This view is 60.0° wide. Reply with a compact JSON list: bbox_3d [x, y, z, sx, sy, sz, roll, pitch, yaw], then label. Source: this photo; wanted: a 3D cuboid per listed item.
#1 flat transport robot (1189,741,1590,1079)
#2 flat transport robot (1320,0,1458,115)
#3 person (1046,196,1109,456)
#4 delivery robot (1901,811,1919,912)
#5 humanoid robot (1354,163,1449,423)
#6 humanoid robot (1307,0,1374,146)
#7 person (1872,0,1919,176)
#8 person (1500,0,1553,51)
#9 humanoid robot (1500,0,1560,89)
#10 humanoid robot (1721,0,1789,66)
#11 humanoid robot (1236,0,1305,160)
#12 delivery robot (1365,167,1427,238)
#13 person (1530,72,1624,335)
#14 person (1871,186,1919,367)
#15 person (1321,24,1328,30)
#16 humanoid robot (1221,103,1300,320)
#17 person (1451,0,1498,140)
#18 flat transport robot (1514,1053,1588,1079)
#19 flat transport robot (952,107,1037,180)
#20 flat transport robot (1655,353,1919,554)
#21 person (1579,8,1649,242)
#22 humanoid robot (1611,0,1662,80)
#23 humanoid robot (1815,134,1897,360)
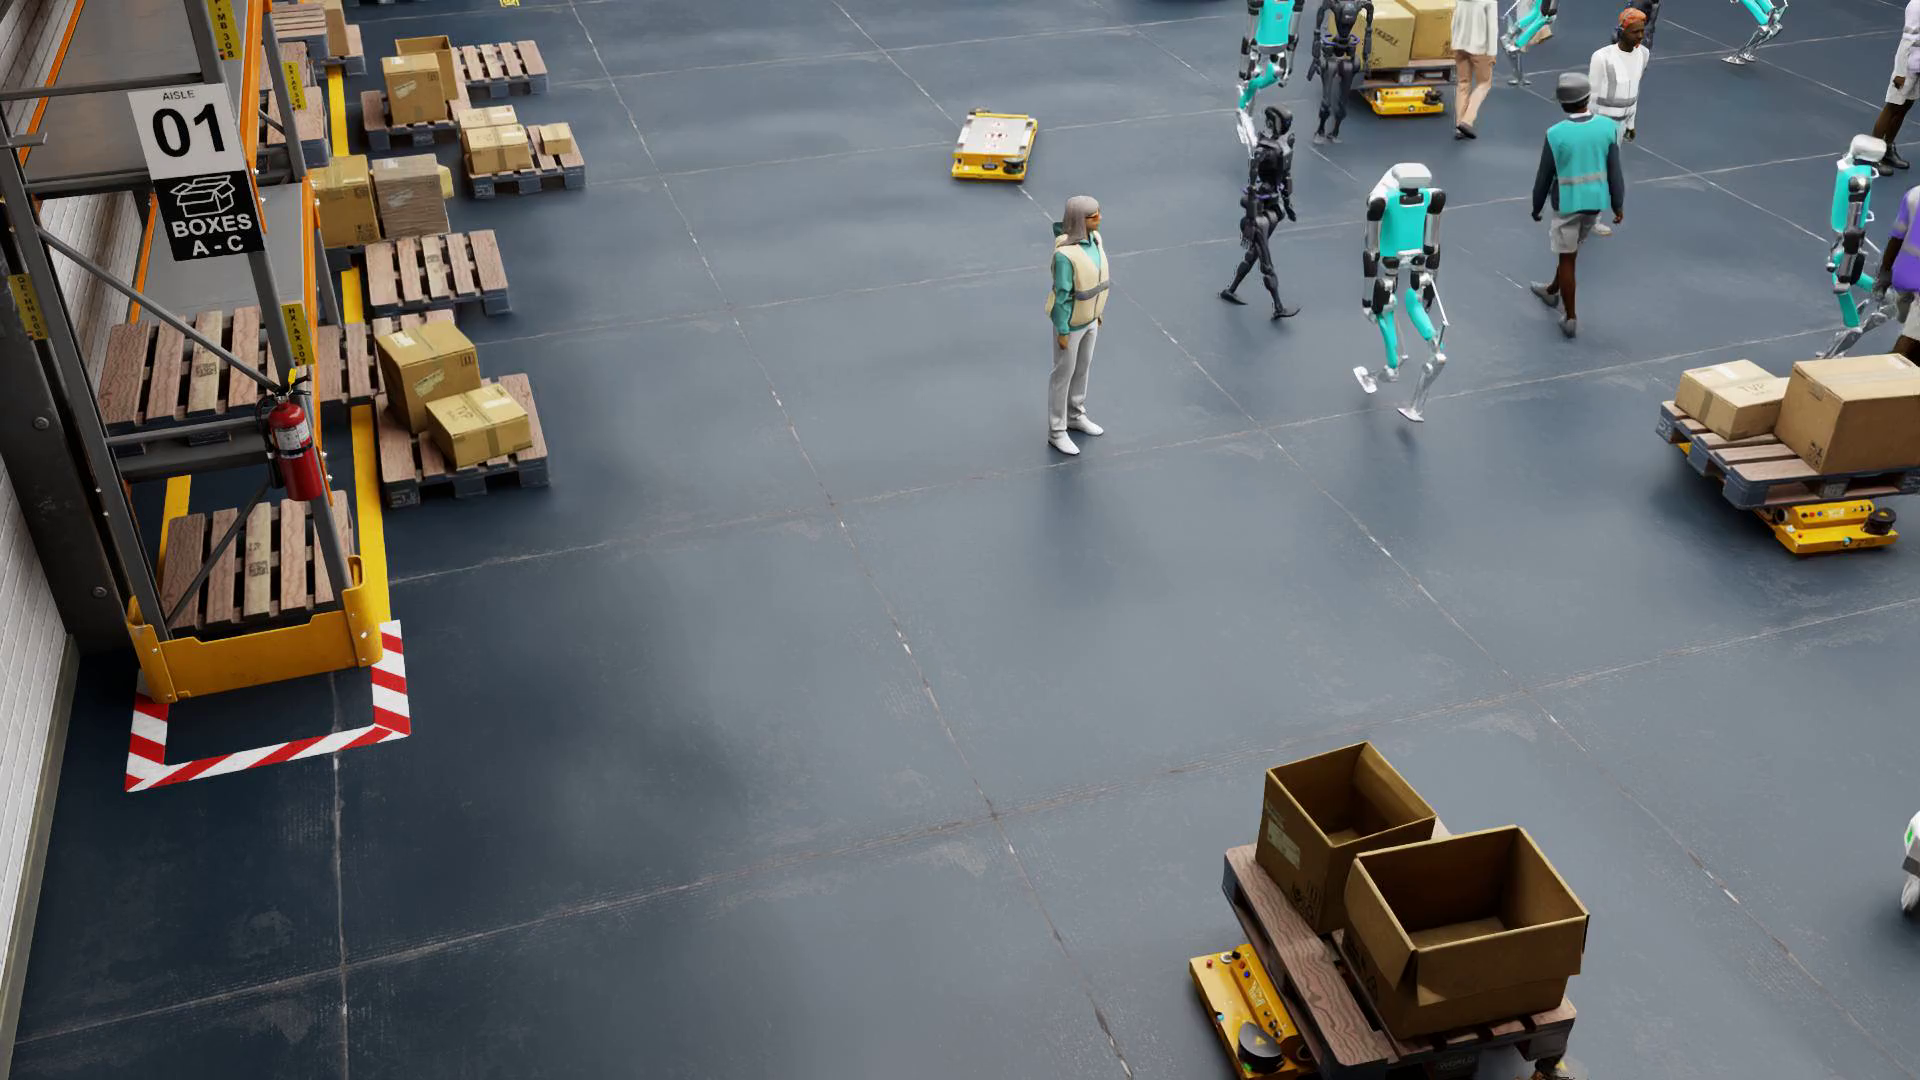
[{"bbox_3d":[1.755,1.869,6.991,1.431,0.231,0.659,-8,34,-12],"label":"flat transport robot"},{"bbox_3d":[4.377,-4.676,17.030,0.659,0.231,1.431,-4,33,-6],"label":"flat transport robot"},{"bbox_3d":[0.735,-1.394,10.674,0.362,1.711,0.472,20,38,28],"label":"person"},{"bbox_3d":[4.569,1.495,7.313,0.522,0.605,0.777,-26,41,-34],"label":"delivery robot"},{"bbox_3d":[2.947,-1.539,10.893,0.541,1.742,1.023,-7,34,-11],"label":"humanoid robot"},{"bbox_3d":[3.536,-4.475,15.441,0.595,1.655,0.323,-2,33,-3],"label":"humanoid robot"},{"bbox_3d":[8.537,-4.239,14.833,0.541,1.938,0.356,-21,39,-29],"label":"person"},{"bbox_3d":[6.221,-6.222,17.959,0.505,1.847,0.506,-24,40,-32],"label":"person"},{"bbox_3d":[5.823,-5.425,16.865,0.712,1.809,0.549,2,33,3],"label":"humanoid robot"},{"bbox_3d":[8.334,-5.756,17.220,0.533,1.677,0.735,-15,36,-21],"label":"humanoid robot"},{"bbox_3d":[2.696,-4.393,15.279,0.534,1.782,0.952,-9,34,-13],"label":"humanoid robot"},{"bbox_3d":[3.675,-2.865,13.979,0.499,0.581,0.774,15,36,21],"label":"delivery robot"},{"bbox_3d":[4.494,-2.504,12.223,0.616,1.877,0.858,-5,33,-8],"label":"person"},{"bbox_3d":[6.449,-1.686,10.951,0.981,1.899,0.712,-14,36,-20],"label":"person"},{"bbox_3d":[4.342,-6.554,18.486,0.616,1.816,0.588,-11,35,-16],"label":"person"},{"bbox_3d":[2.323,-2.456,12.373,0.765,1.630,0.611,25,41,33],"label":"humanoid robot"},{"bbox_3d":[4.836,-4.599,15.644,0.527,1.640,0.443,28,42,36],"label":"person"},{"bbox_3d":[2.028,2.474,6.065,1.431,0.231,0.659,-25,41,-33],"label":"flat transport robot"},{"bbox_3d":[0.336,-3.698,15.530,0.659,0.231,1.431,4,33,6],"label":"flat transport robot"},{"bbox_3d":[5.155,-0.391,10.458,0.659,0.231,1.431,-5,33,-8],"label":"flat transport robot"},{"bbox_3d":[5.281,-3.374,13.558,0.572,1.883,0.356,-15,36,-21],"label":"person"},{"bbox_3d":[6.314,-4.629,15.687,0.505,1.644,0.611,-4,33,-6],"label":"humanoid robot"},{"bbox_3d":[6.231,-1.841,11.404,0.791,1.854,0.564,9,34,14],"label":"humanoid robot"}]
